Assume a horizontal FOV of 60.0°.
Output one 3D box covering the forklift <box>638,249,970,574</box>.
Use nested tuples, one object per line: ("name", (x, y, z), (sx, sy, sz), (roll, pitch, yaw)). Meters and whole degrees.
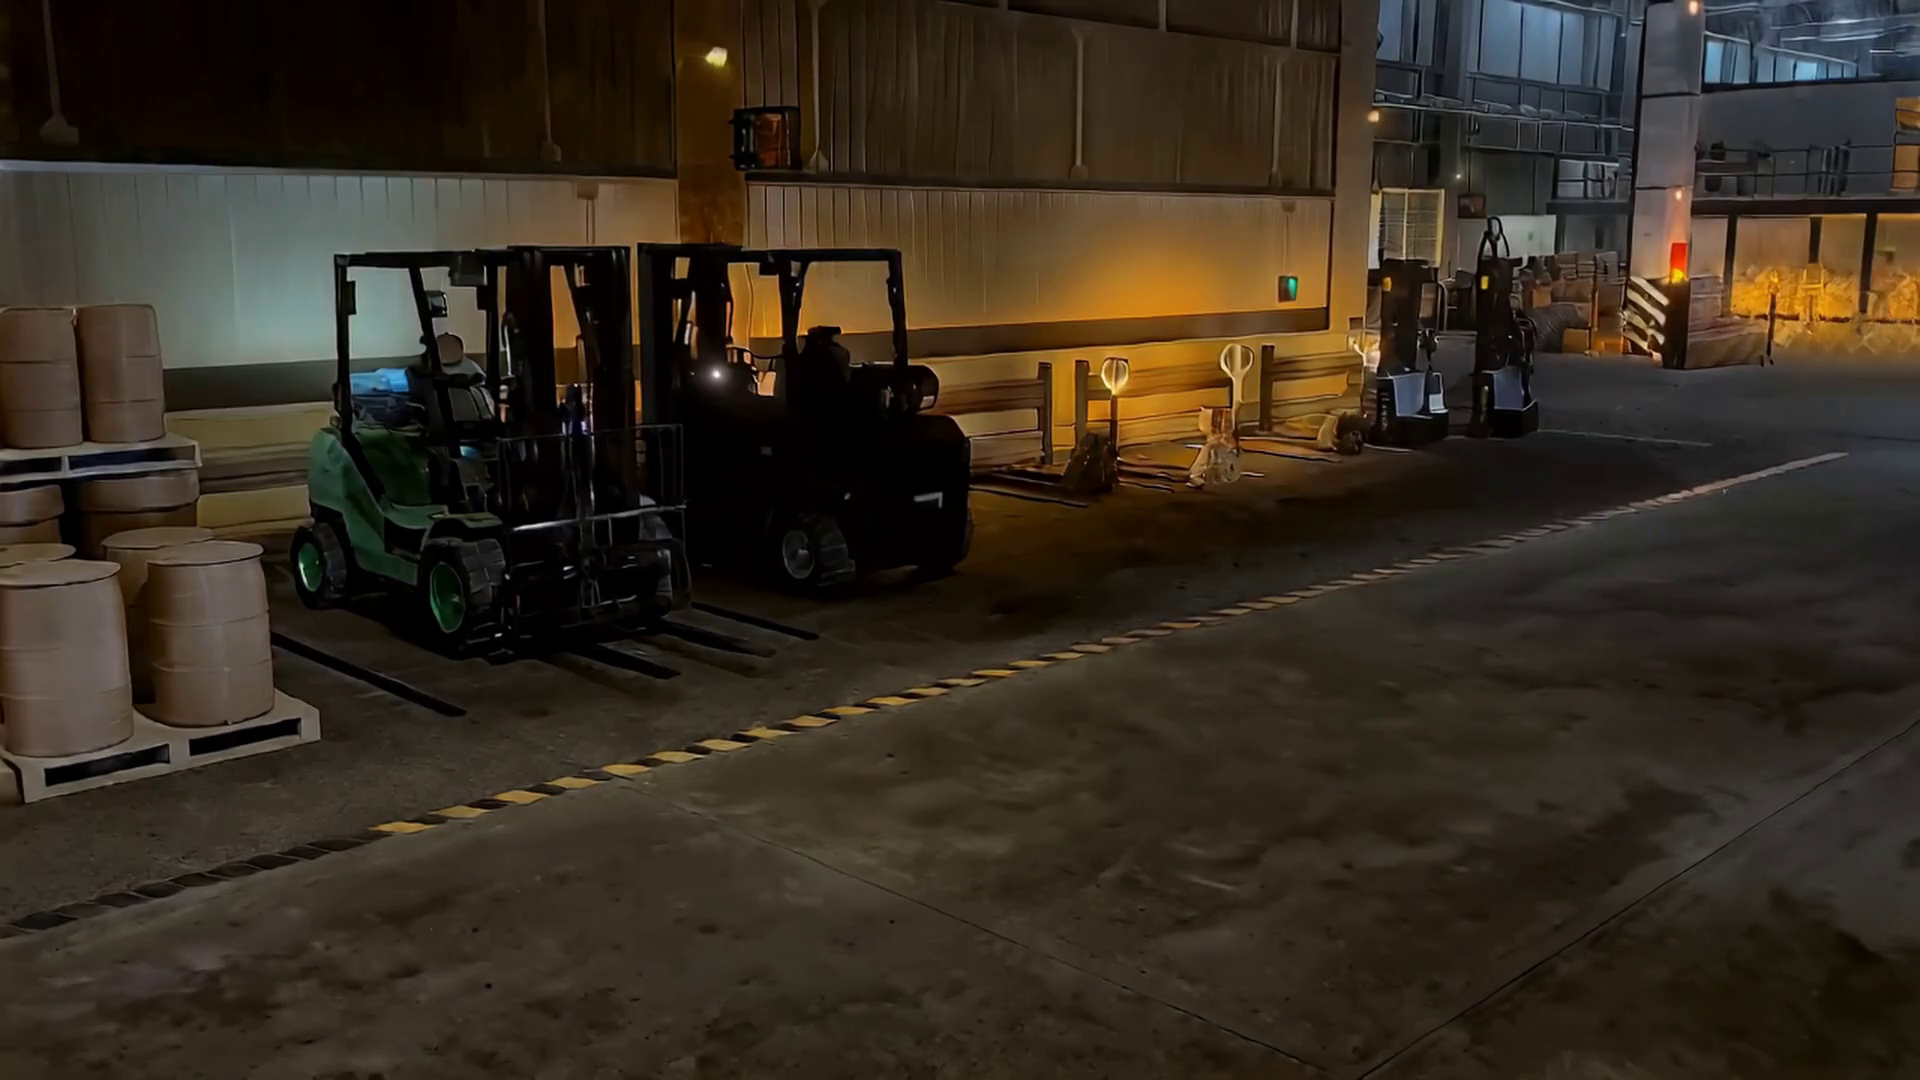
("forklift", (-1.173, -0.958, 11.239), (2.680, 1.987, 1.157), (10, 14, 43))

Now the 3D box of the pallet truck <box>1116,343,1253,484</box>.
("pallet truck", (1.962, -1.215, 15.415), (1.522, 1.261, 0.704), (10, 14, 43))

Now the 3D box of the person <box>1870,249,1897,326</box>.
("person", (23.012, -6.243, 41.186), (0.589, 1.900, 0.785), (-10, 14, -44))

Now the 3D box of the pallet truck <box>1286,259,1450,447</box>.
("pallet truck", (4.493, -2.078, 18.196), (0.823, 1.965, 1.885), (-9, 14, -40))

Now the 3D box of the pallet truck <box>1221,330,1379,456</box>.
("pallet truck", (3.563, -1.581, 17.381), (0.653, 1.274, 1.630), (-10, 14, -44))

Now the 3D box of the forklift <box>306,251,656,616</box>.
("forklift", (-2.833, -0.669, 9.694), (1.157, 1.987, 2.680), (-10, 14, -44))

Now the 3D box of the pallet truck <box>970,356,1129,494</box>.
("pallet truck", (0.784, -1.085, 14.876), (0.680, 1.201, 1.601), (-10, 14, -44))

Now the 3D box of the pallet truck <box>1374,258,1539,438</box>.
("pallet truck", (5.704, -2.208, 18.901), (1.885, 1.965, 0.823), (10, 14, 43))

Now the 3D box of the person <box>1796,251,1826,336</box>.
("person", (19.064, -5.521, 37.280), (0.573, 1.883, 0.354), (2, 11, 10))
